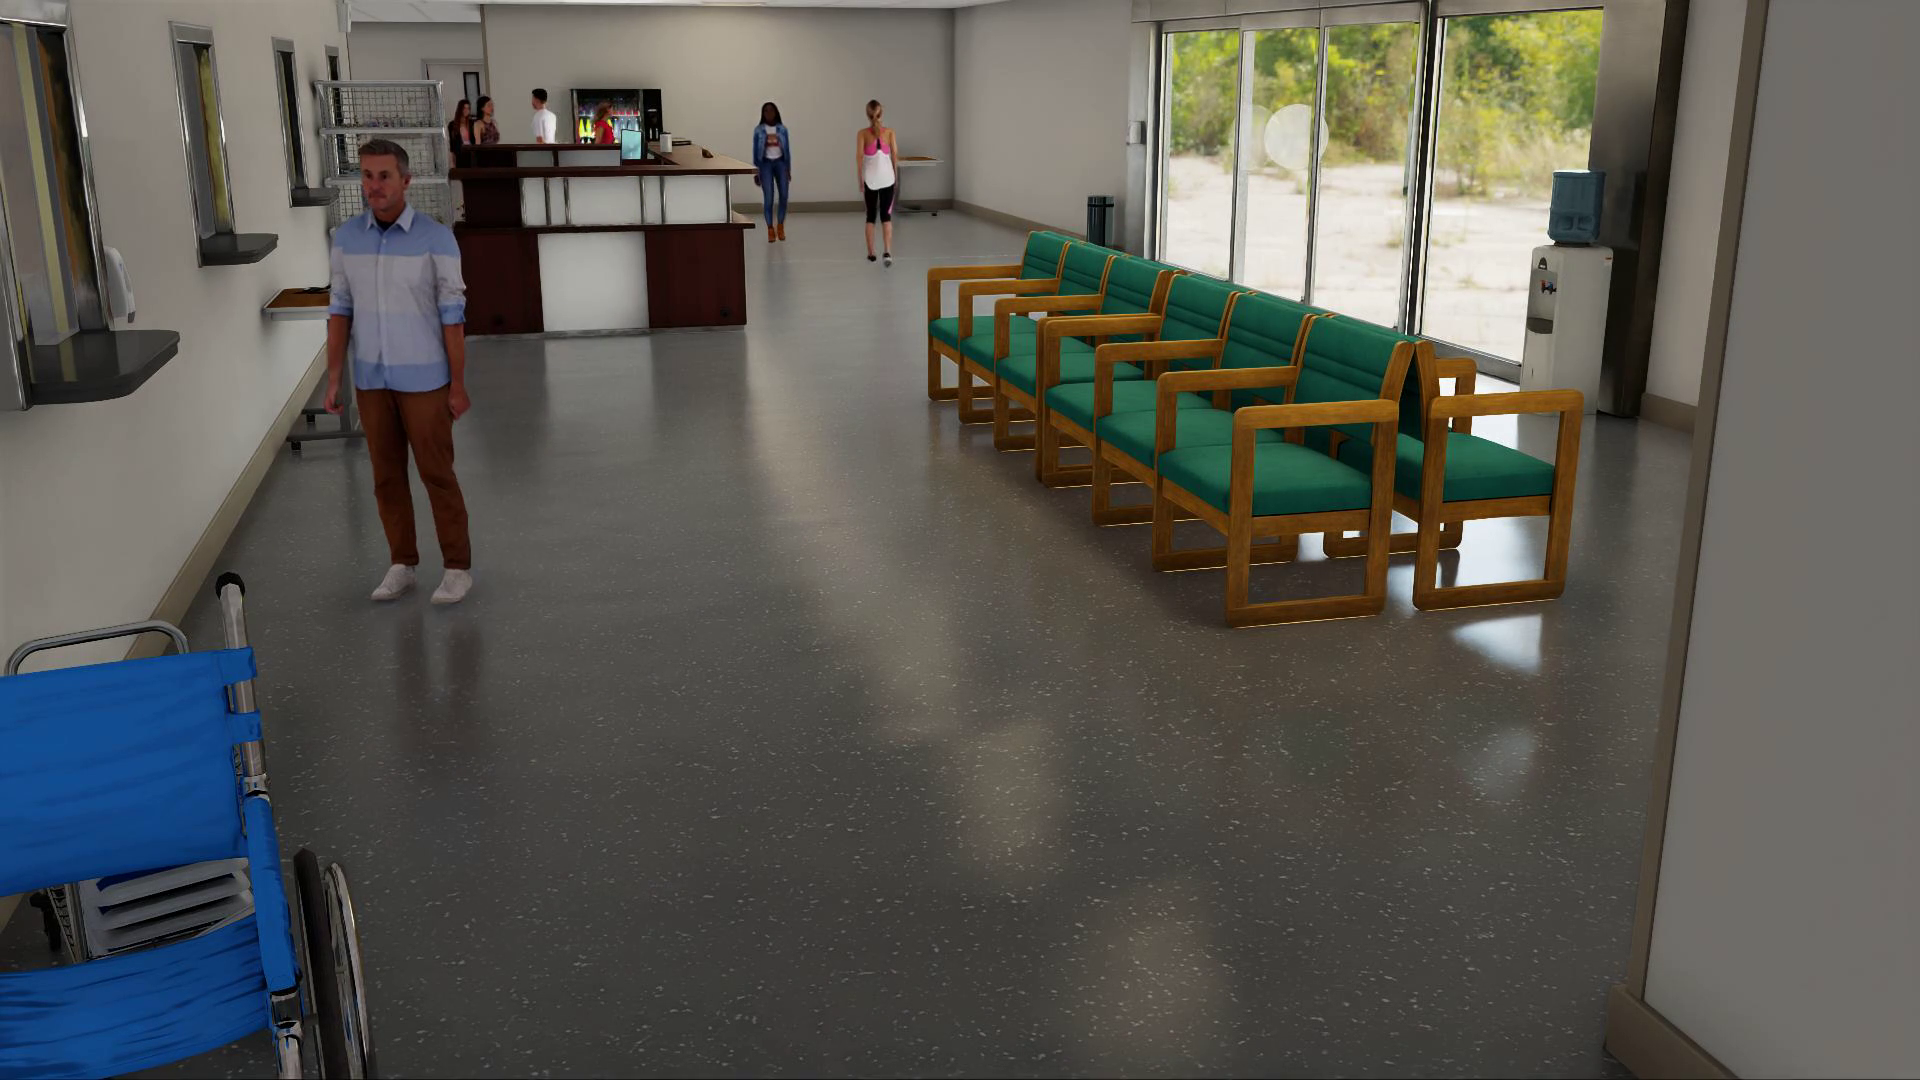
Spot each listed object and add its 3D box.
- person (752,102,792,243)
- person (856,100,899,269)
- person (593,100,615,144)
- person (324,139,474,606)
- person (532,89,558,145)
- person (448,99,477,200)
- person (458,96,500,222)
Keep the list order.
[{"bbox_3d":[-2.335,-4.562,20.691,0.598,1.698,0.714,-3,16,-9],"label":"person"},{"bbox_3d":[-0.844,-3.764,17.767,1.125,1.748,0.777,-2,16,-7],"label":"person"},{"bbox_3d":[-4.945,-5.061,22.510,1.047,1.671,0.780,1,16,3],"label":"person"},{"bbox_3d":[-2.233,-0.676,6.679,0.750,1.821,0.872,2,16,9],"label":"person"},{"bbox_3d":[-5.656,-5.316,23.143,1.351,1.818,1.184,6,17,19],"label":"person"},{"bbox_3d":[-6.943,-5.331,23.456,0.999,1.678,0.676,-5,16,-16],"label":"person"},{"bbox_3d":[-6.053,-4.713,21.119,1.115,1.756,0.994,7,17,22],"label":"person"}]
